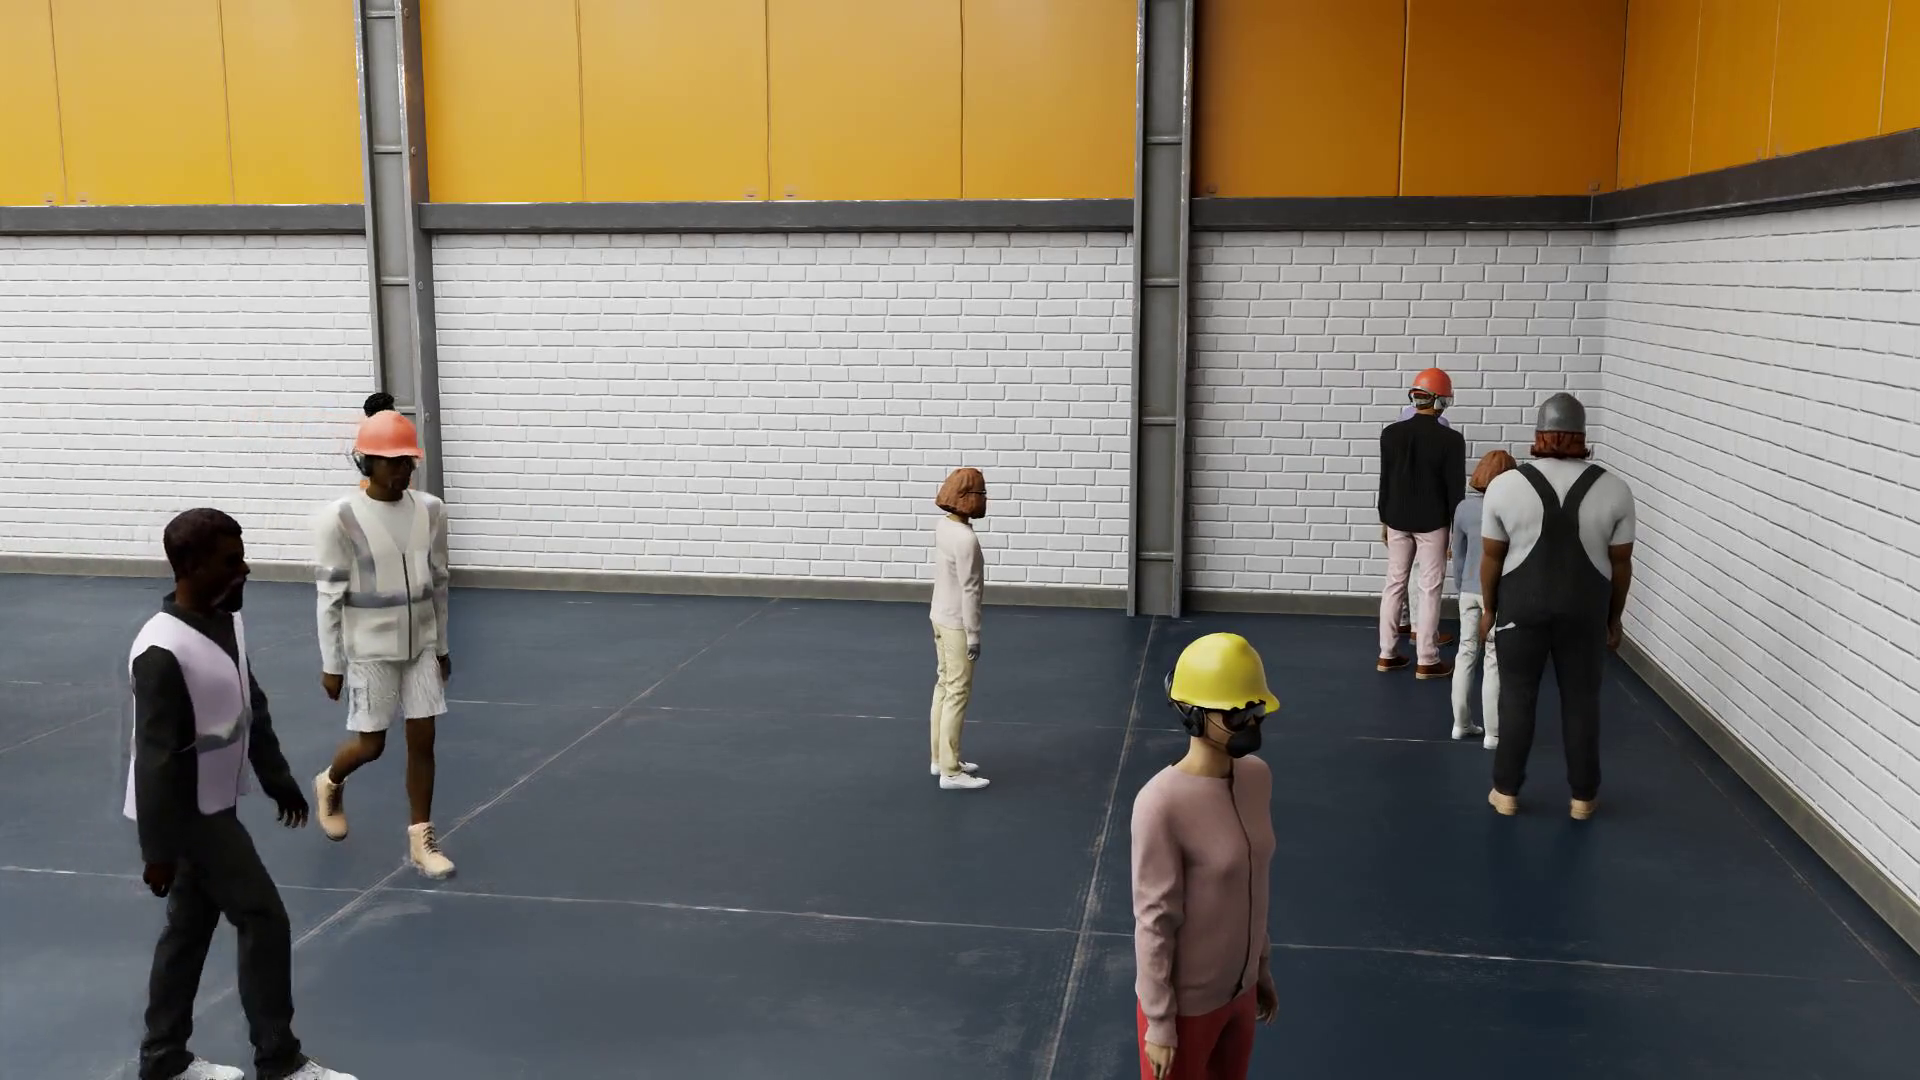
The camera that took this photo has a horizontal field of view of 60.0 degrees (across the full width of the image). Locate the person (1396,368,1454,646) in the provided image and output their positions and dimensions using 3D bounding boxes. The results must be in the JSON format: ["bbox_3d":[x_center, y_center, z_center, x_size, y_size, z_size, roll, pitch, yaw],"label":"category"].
[{"bbox_3d":[3.233,-0.236,11.637,0.379,1.933,0.629,-2,9,-11],"label":"person"}]

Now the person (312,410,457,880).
[{"bbox_3d":[-2.524,0.437,7.219,0.769,2.027,0.617,8,12,39],"label":"person"}]

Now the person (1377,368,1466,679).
[{"bbox_3d":[2.967,-0.105,10.671,0.400,1.986,0.617,-9,13,-44],"label":"person"}]

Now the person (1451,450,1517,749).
[{"bbox_3d":[2.906,0.321,9.117,0.278,1.634,0.498,-5,10,-28],"label":"person"}]

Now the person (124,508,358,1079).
[{"bbox_3d":[-2.237,0.836,5.172,0.826,1.889,0.607,-2,9,-11],"label":"person"}]

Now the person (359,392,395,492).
[{"bbox_3d":[-4.409,-0.283,12.684,0.321,1.686,0.529,-2,9,-11],"label":"person"}]

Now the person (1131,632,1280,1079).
[{"bbox_3d":[0.598,1.088,3.988,0.310,1.769,0.523,8,12,39],"label":"person"}]

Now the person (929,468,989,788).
[{"bbox_3d":[-0.001,0.441,8.411,0.283,1.624,0.494,-3,10,-17],"label":"person"}]

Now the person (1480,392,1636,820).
[{"bbox_3d":[2.829,0.306,7.959,0.688,2.000,0.536,2,9,14],"label":"person"}]
